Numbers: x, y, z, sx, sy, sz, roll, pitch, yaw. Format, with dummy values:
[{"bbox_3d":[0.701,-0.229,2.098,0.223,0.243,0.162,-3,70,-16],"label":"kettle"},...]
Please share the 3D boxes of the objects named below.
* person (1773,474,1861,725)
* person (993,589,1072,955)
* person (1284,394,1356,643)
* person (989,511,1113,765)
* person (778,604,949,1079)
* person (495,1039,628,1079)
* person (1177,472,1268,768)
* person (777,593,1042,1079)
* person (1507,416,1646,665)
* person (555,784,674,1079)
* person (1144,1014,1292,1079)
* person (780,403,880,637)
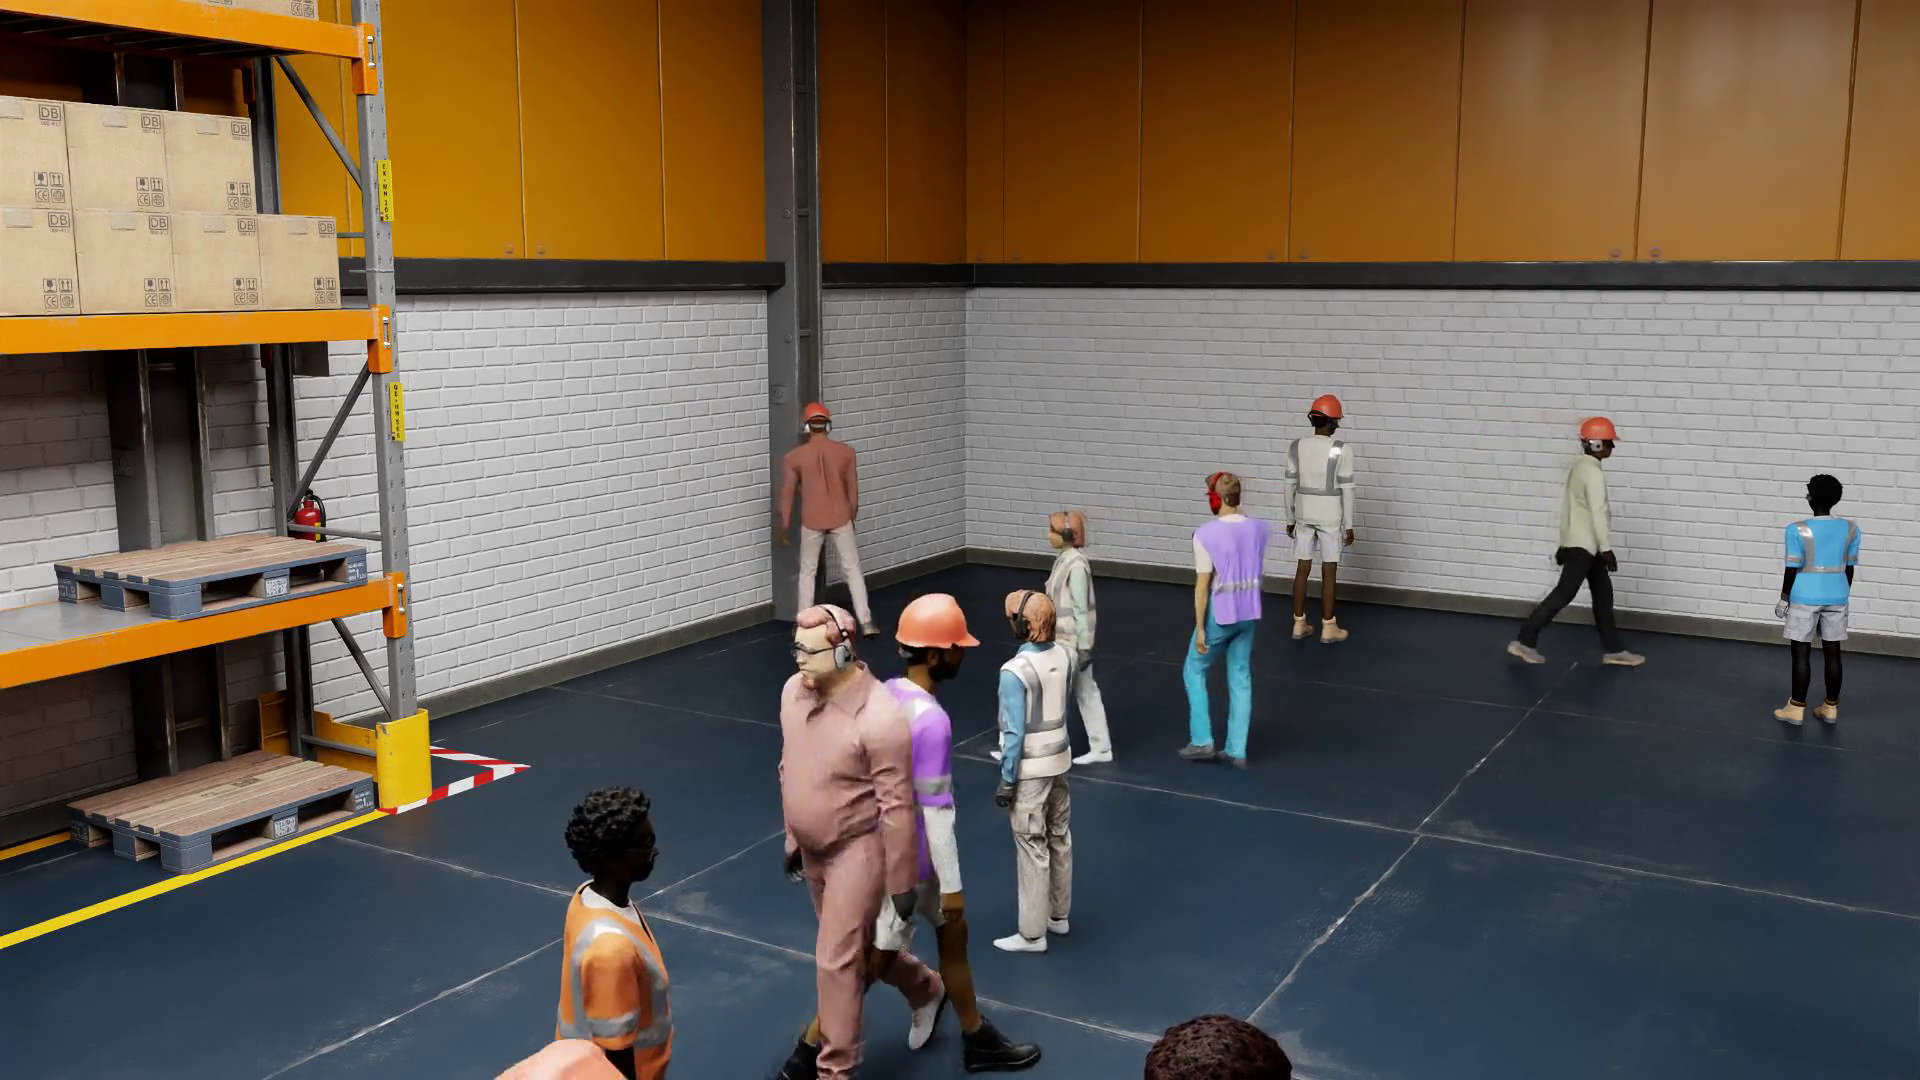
[{"bbox_3d":[5.750,0.403,11.177,0.533,1.697,0.319,-1,9,-7],"label":"person"},{"bbox_3d":[0.333,1.031,7.431,0.315,1.641,0.515,6,11,33],"label":"person"},{"bbox_3d":[2.982,-0.180,13.735,0.613,2.041,0.393,7,12,38],"label":"person"},{"bbox_3d":[0.574,0.622,10.124,0.815,1.598,0.531,0,9,-3],"label":"person"},{"bbox_3d":[-0.340,1.126,6.127,0.842,1.875,0.646,-7,11,-37],"label":"person"},{"bbox_3d":[-0.600,1.683,2.264,0.612,2.001,1.025,3,9,15],"label":"person"},{"bbox_3d":[1.607,0.487,10.271,0.558,1.823,0.579,-5,10,-27],"label":"person"},{"bbox_3d":[-0.207,1.123,6.093,1.011,1.887,0.551,-2,9,-14],"label":"person"},{"bbox_3d":[4.765,0.019,12.819,1.024,1.952,0.607,2,9,12],"label":"person"},{"bbox_3d":[-0.923,1.481,4.446,0.322,1.697,0.533,-3,10,-17],"label":"person"},{"bbox_3d":[0.352,1.663,2.620,0.391,1.920,0.587,-1,9,-5],"label":"person"},{"bbox_3d":[-1.074,-0.140,13.749,0.837,1.964,0.601,-1,9,-9],"label":"person"}]
